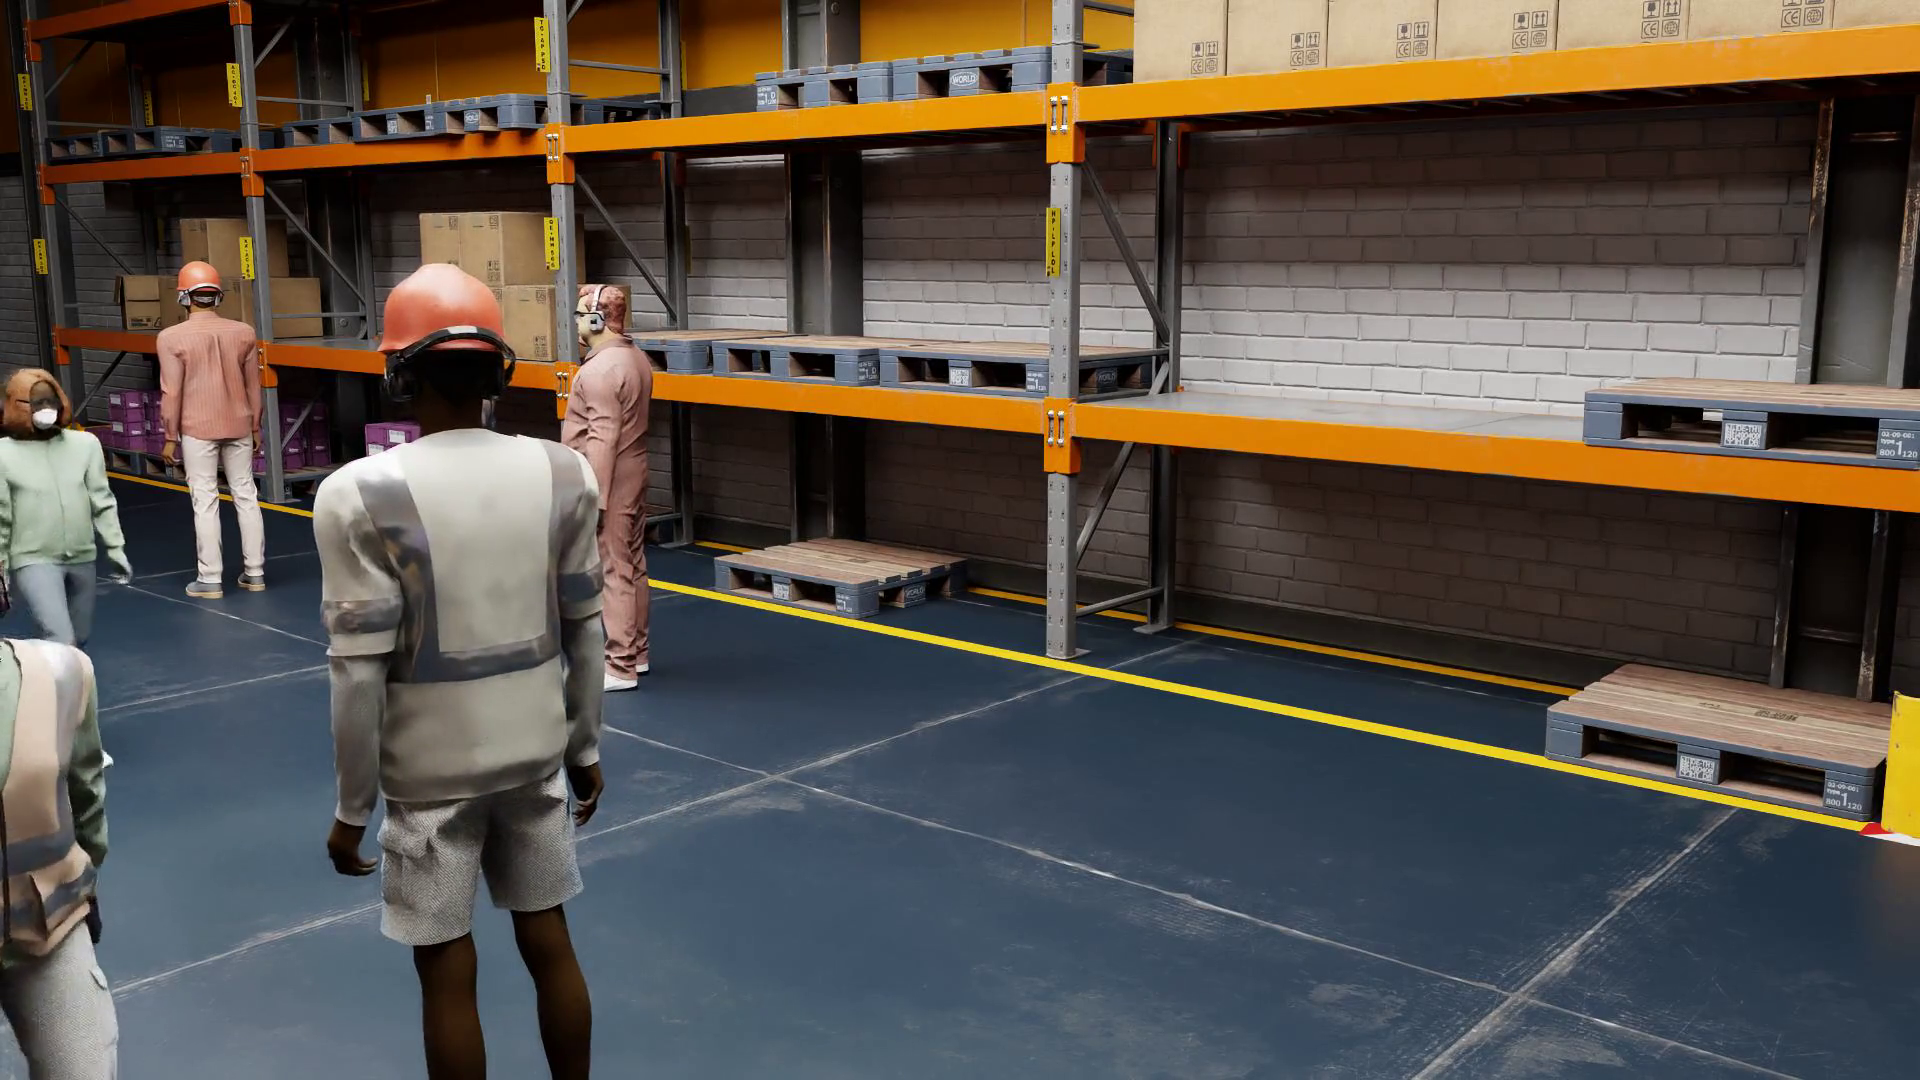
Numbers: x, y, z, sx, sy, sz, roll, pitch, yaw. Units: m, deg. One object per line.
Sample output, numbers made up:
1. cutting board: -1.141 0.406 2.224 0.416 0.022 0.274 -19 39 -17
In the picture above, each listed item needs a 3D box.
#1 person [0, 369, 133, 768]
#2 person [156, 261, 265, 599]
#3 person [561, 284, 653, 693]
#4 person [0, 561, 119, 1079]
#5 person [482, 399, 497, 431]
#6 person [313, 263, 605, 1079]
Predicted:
1. person: -3.740 0.091 6.809 0.783 1.606 0.501 6 12 31
2. person: -4.453 -0.651 9.913 0.383 1.996 0.609 9 13 41
3. person: -1.661 -0.240 7.831 0.409 1.907 0.648 1 10 3
4. person: -1.803 0.747 3.033 0.506 1.609 0.532 8 13 39
5. person: -3.155 -0.690 10.597 0.404 1.834 0.592 2 10 14
6. person: -1.038 0.454 3.493 0.615 2.040 0.391 -9 14 -43
